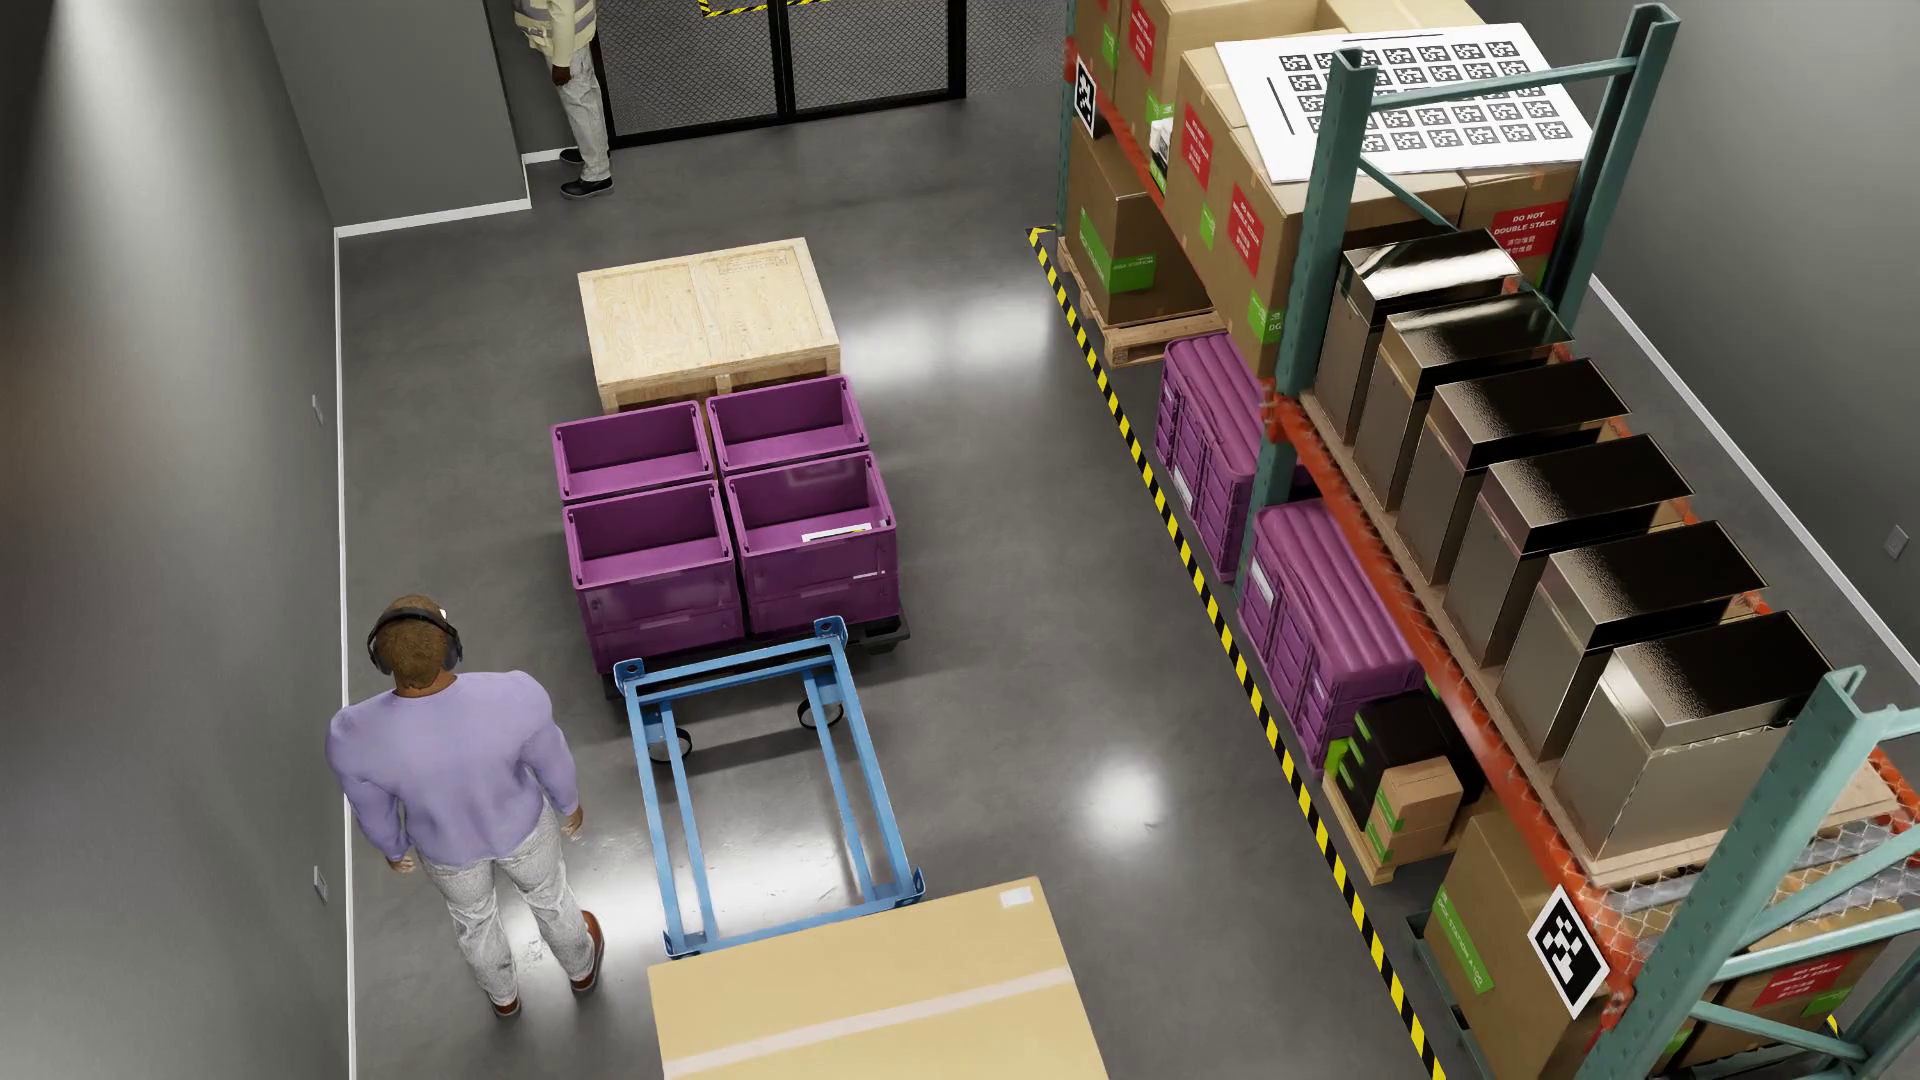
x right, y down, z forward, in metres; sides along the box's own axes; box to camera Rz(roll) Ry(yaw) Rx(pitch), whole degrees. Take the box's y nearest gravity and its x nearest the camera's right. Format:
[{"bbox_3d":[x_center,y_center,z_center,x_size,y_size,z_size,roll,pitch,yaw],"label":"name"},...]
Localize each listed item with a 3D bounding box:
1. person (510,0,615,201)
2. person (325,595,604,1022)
[{"bbox_3d":[-2.007,-2.561,8.310,0.404,1.830,0.600,-6,48,-5],"label":"person"},{"bbox_3d":[-1.469,0.865,5.092,0.635,1.937,0.352,-13,49,-12],"label":"person"}]
